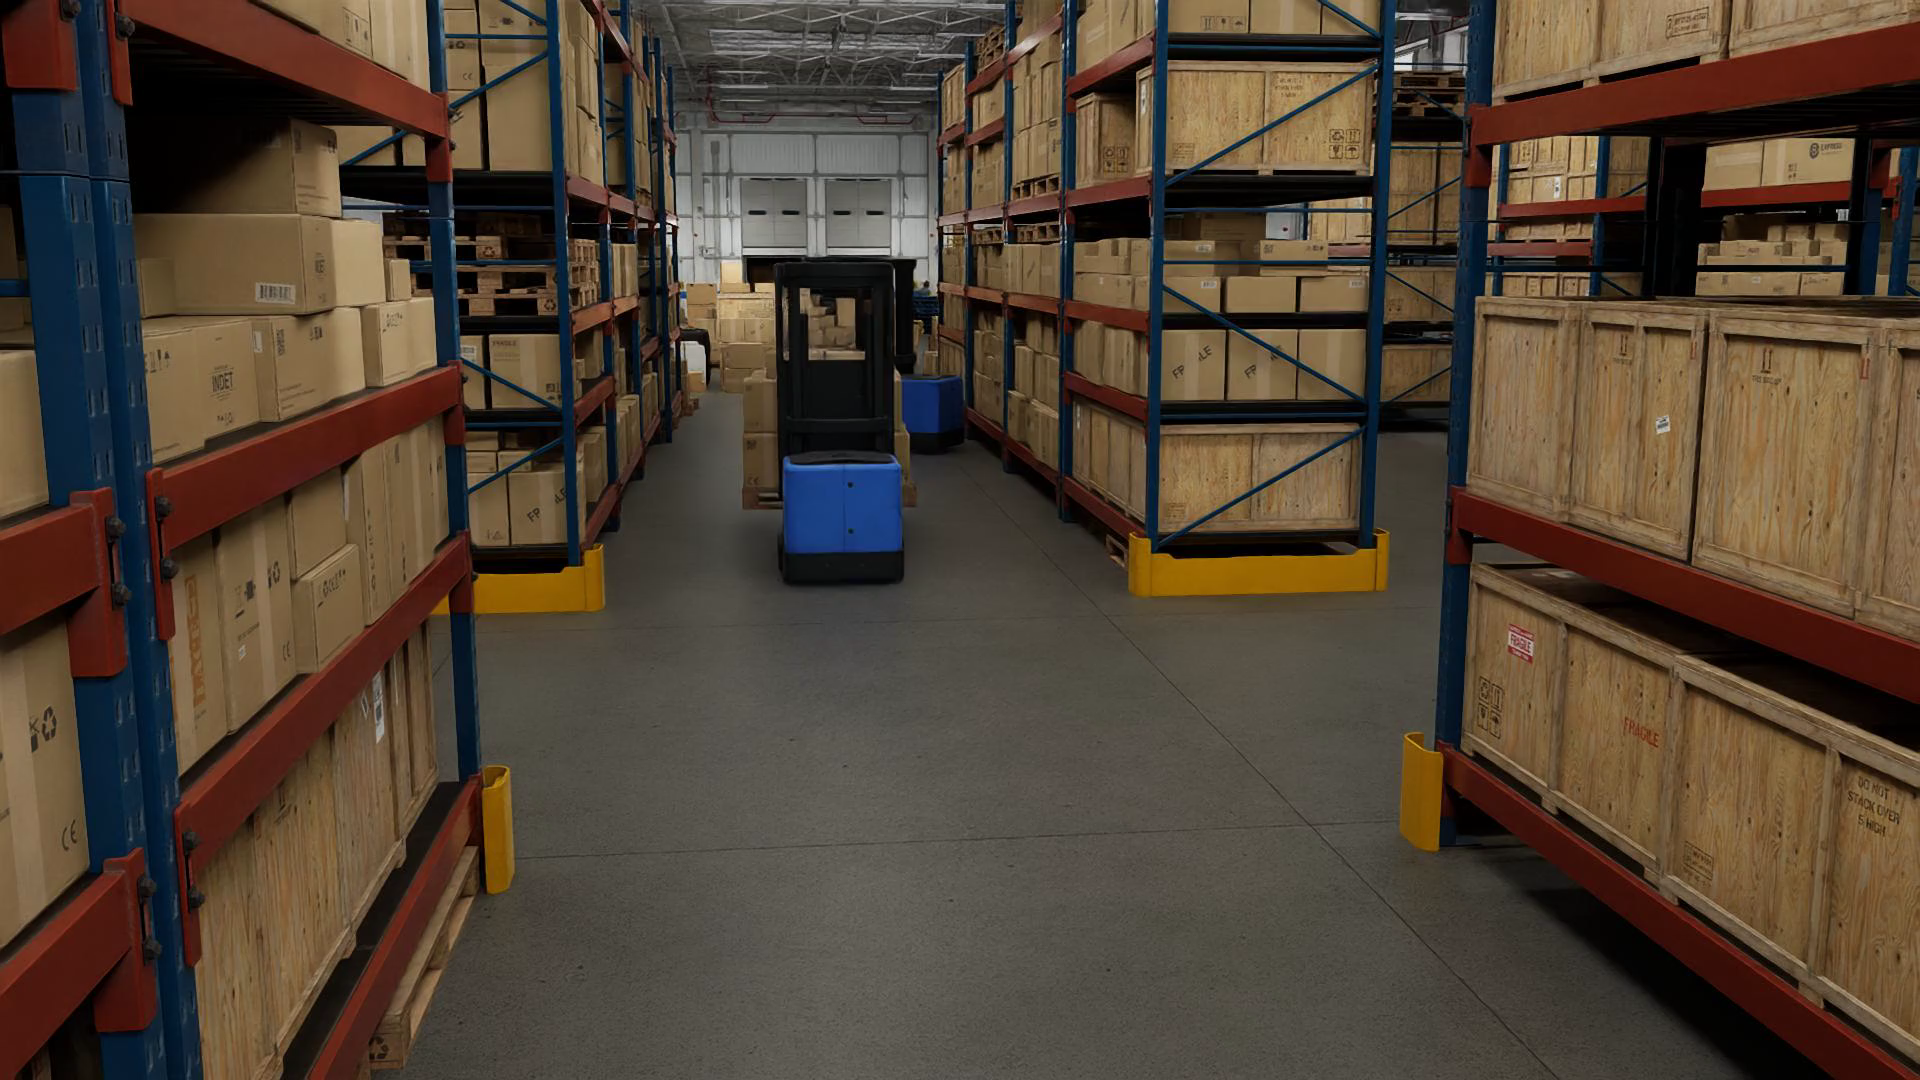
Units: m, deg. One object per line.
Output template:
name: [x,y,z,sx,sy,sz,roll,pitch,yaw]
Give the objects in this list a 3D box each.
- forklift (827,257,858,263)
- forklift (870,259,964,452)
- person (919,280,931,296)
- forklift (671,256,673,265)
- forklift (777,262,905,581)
forklift: [-3.405,-6.789,48.088,1.129,2.768,1.873,6,12,33]
forklift: [-0.972,-2.768,24.679,1.873,2.768,1.129,4,11,22]
person: [-1.361,-8.893,63.149,0.629,1.916,0.633,-8,13,-40]
forklift: [-10.987,-9.066,61.344,1.129,2.768,1.873,-1,10,-7]
forklift: [-1.115,-1.133,15.161,1.129,2.768,1.873,-1,10,-7]
